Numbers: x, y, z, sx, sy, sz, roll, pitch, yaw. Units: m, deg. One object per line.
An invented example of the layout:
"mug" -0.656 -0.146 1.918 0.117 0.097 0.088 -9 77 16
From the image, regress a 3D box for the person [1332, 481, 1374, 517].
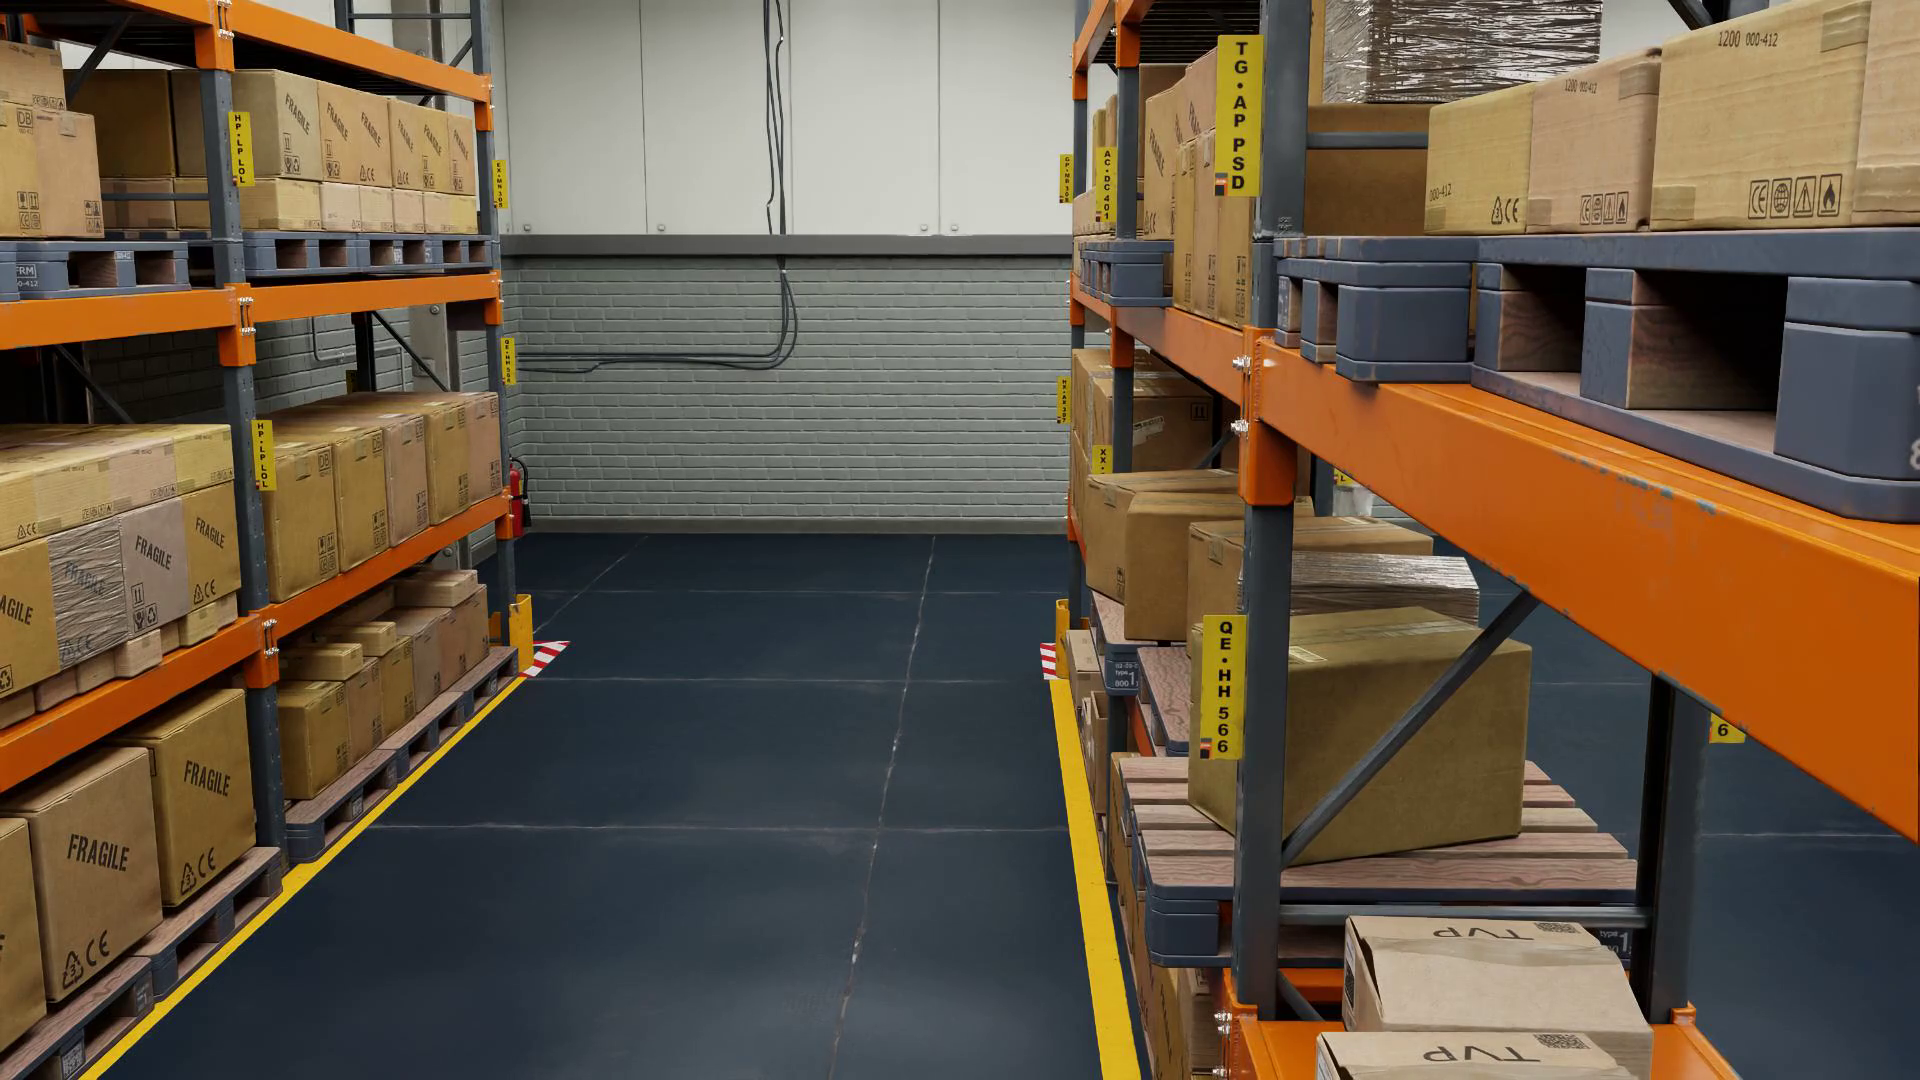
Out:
"person" 2.958 -0.171 12.401 0.437 2.028 0.641 0 10 1
